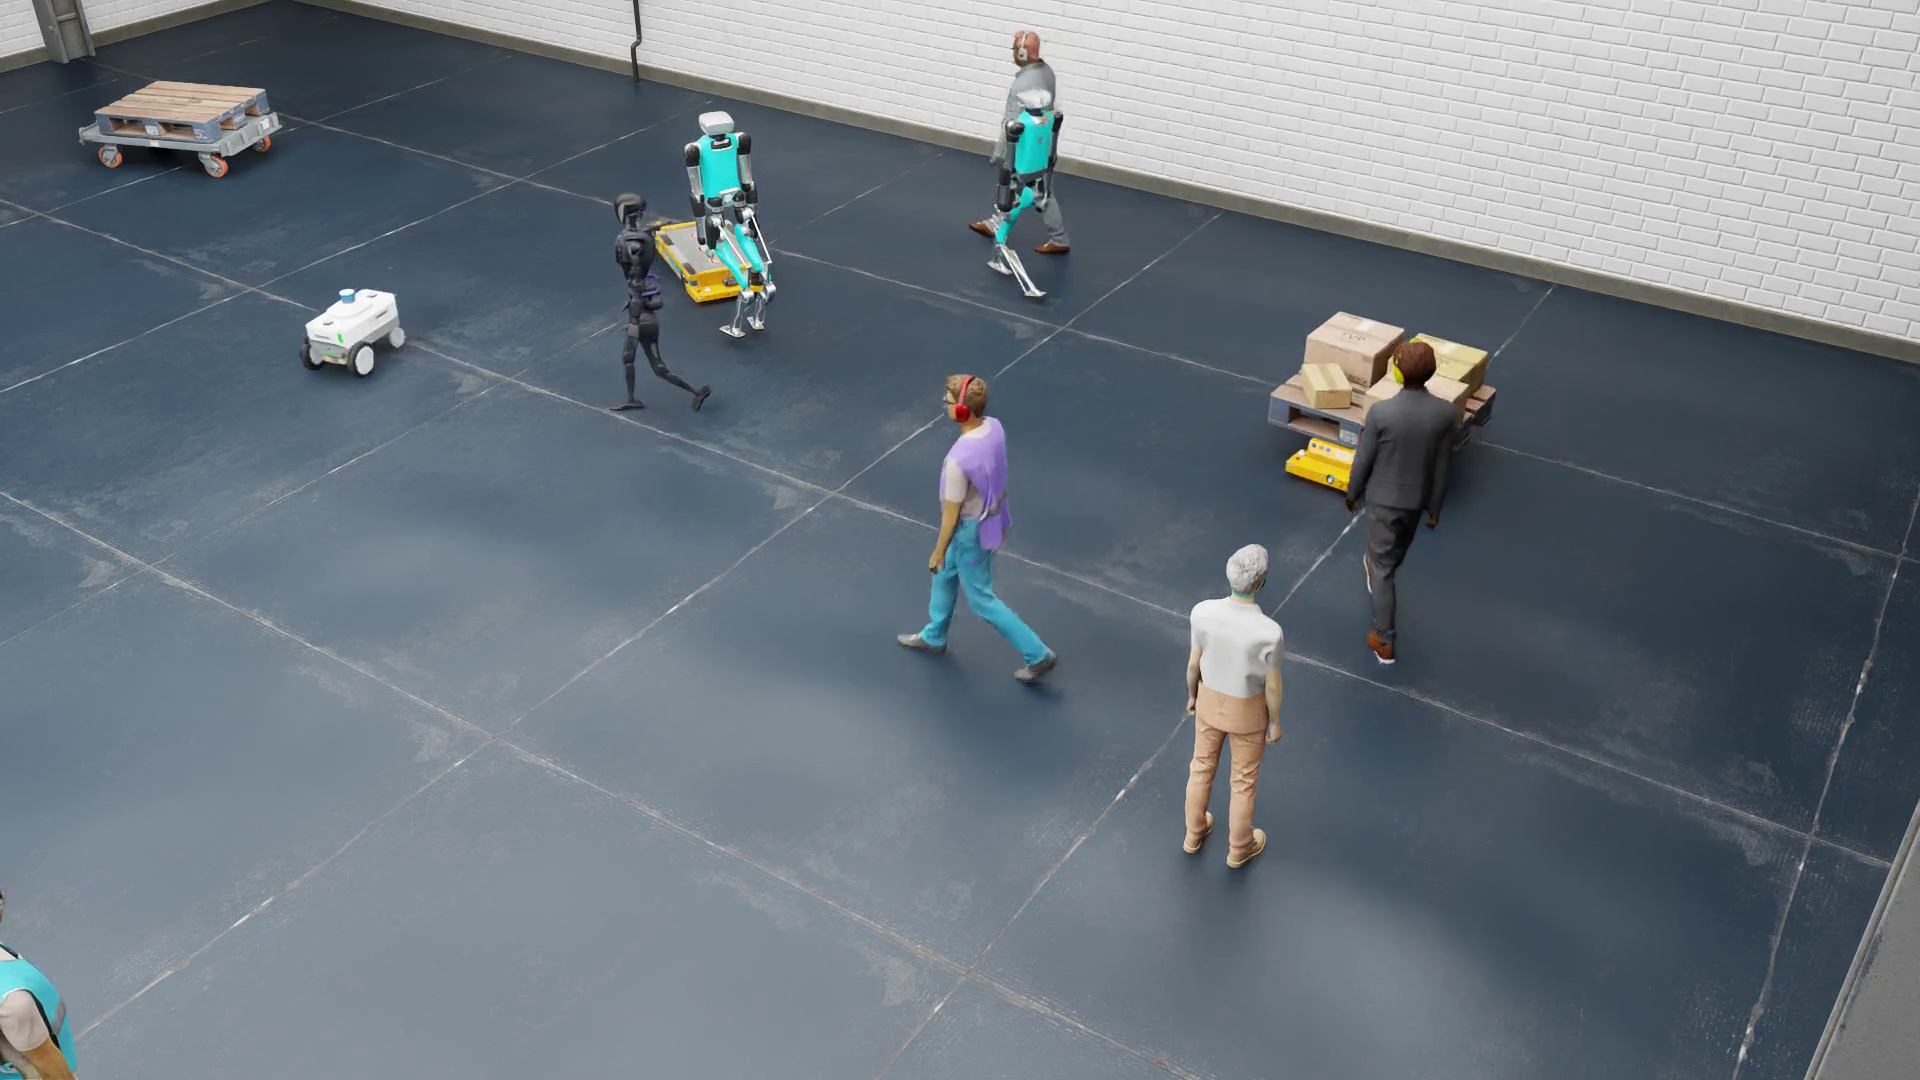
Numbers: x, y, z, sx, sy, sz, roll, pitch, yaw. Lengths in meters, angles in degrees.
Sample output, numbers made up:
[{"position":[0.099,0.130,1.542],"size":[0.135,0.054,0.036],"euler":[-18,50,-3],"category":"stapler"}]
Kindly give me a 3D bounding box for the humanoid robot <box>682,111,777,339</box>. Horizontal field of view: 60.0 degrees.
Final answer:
[{"position":[-1.634,-2.276,12.316],"size":[0.533,1.677,0.735],"euler":[-20,38,-28],"category":"humanoid robot"}]

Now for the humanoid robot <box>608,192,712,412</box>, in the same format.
[{"position":[-2.149,-1.626,11.523],"size":[0.708,1.651,0.589],"euler":[-7,33,-11],"category":"humanoid robot"}]

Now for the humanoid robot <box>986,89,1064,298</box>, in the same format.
[{"position":[0.394,-2.799,13.282],"size":[0.531,1.733,1.042],"euler":[-23,39,-32],"category":"humanoid robot"}]

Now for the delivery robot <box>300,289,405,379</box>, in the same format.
[{"position":[-4.544,-1.567,12.443],"size":[0.499,0.608,0.799],"euler":[11,34,17],"category":"delivery robot"}]

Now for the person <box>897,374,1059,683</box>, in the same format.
[{"position":[0.108,-0.052,8.919],"size":[0.916,1.804,0.561],"euler":[8,34,13],"category":"person"}]

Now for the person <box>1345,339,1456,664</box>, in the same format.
[{"position":[2.402,-0.288,9.271],"size":[0.505,1.818,0.992],"euler":[-2,33,-4],"category":"person"}]

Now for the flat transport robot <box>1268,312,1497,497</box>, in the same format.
[{"position":[2.858,-0.728,11.388],"size":[0.659,0.231,1.431],"euler":[22,39,30],"category":"flat transport robot"}]

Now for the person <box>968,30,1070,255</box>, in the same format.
[{"position":[0.530,-3.328,13.967],"size":[0.987,1.854,0.653],"euler":[11,34,16],"category":"person"}]

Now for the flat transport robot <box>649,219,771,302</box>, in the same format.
[{"position":[-2.112,-2.384,13.966],"size":[0.659,0.231,1.431],"euler":[-14,35,-20],"category":"flat transport robot"}]

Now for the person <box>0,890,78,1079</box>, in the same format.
[{"position":[-3.285,1.882,5.866],"size":[0.565,1.849,0.390],"euler":[19,37,27],"category":"person"}]

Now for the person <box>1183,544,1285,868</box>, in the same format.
[{"position":[1.268,0.772,7.688],"size":[0.469,1.747,0.321],"euler":[18,37,25],"category":"person"}]
